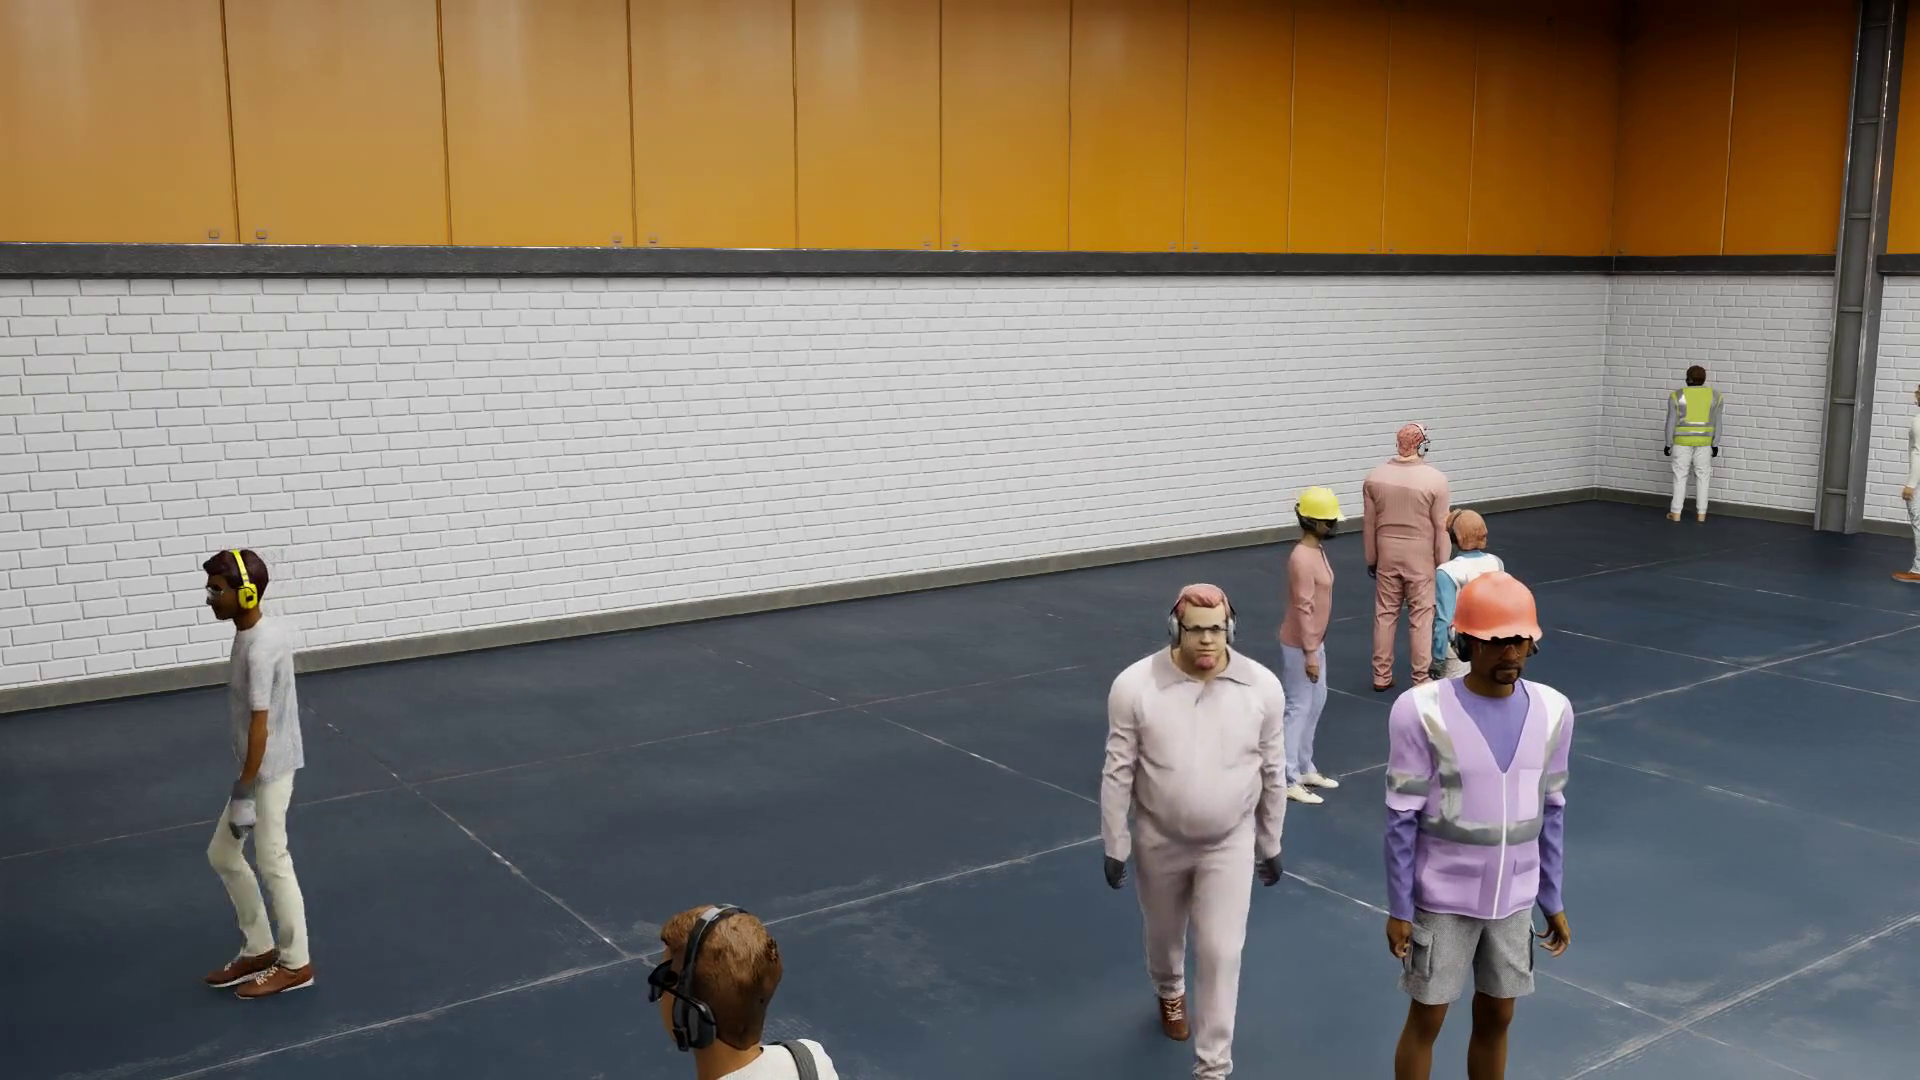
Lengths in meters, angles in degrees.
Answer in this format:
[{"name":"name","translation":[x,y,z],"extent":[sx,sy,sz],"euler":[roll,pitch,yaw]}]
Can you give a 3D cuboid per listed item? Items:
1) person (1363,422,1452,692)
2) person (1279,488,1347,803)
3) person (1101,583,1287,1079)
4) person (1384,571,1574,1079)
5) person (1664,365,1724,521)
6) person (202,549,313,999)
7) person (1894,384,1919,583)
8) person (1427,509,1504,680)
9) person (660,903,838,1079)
[{"name":"person","translation":[3.118,0.137,11.552],"extent":[0.639,1.910,0.407],"euler":[8,12,40]},{"name":"person","translation":[1.987,0.586,9.263],"extent":[0.410,1.762,0.562],"euler":[3,10,20]},{"name":"person","translation":[0.848,1.055,6.040],"extent":[0.671,1.867,0.952],"euler":[1,9,7]},{"name":"person","translation":[1.617,1.102,5.177],"extent":[0.605,2.045,0.379],"euler":[-2,9,-10]},{"name":"person","translation":[8.625,-1.135,19.603],"extent":[0.644,1.842,0.429],"euler":[1,9,8]},{"name":"person","translation":[-2.896,0.956,6.655],"extent":[0.534,1.851,0.571],"euler":[-5,10,-27]},{"name":"person","translation":[9.137,-0.553,15.739],"extent":[0.640,1.934,0.375],"euler":[-7,11,-36]},{"name":"person","translation":[2.813,0.643,9.260],"extent":[0.515,1.636,0.315],"euler":[-6,11,-33]},{"name":"person","translation":[-0.415,1.549,3.035],"extent":[0.345,1.846,0.507],"euler":[4,10,24]}]
